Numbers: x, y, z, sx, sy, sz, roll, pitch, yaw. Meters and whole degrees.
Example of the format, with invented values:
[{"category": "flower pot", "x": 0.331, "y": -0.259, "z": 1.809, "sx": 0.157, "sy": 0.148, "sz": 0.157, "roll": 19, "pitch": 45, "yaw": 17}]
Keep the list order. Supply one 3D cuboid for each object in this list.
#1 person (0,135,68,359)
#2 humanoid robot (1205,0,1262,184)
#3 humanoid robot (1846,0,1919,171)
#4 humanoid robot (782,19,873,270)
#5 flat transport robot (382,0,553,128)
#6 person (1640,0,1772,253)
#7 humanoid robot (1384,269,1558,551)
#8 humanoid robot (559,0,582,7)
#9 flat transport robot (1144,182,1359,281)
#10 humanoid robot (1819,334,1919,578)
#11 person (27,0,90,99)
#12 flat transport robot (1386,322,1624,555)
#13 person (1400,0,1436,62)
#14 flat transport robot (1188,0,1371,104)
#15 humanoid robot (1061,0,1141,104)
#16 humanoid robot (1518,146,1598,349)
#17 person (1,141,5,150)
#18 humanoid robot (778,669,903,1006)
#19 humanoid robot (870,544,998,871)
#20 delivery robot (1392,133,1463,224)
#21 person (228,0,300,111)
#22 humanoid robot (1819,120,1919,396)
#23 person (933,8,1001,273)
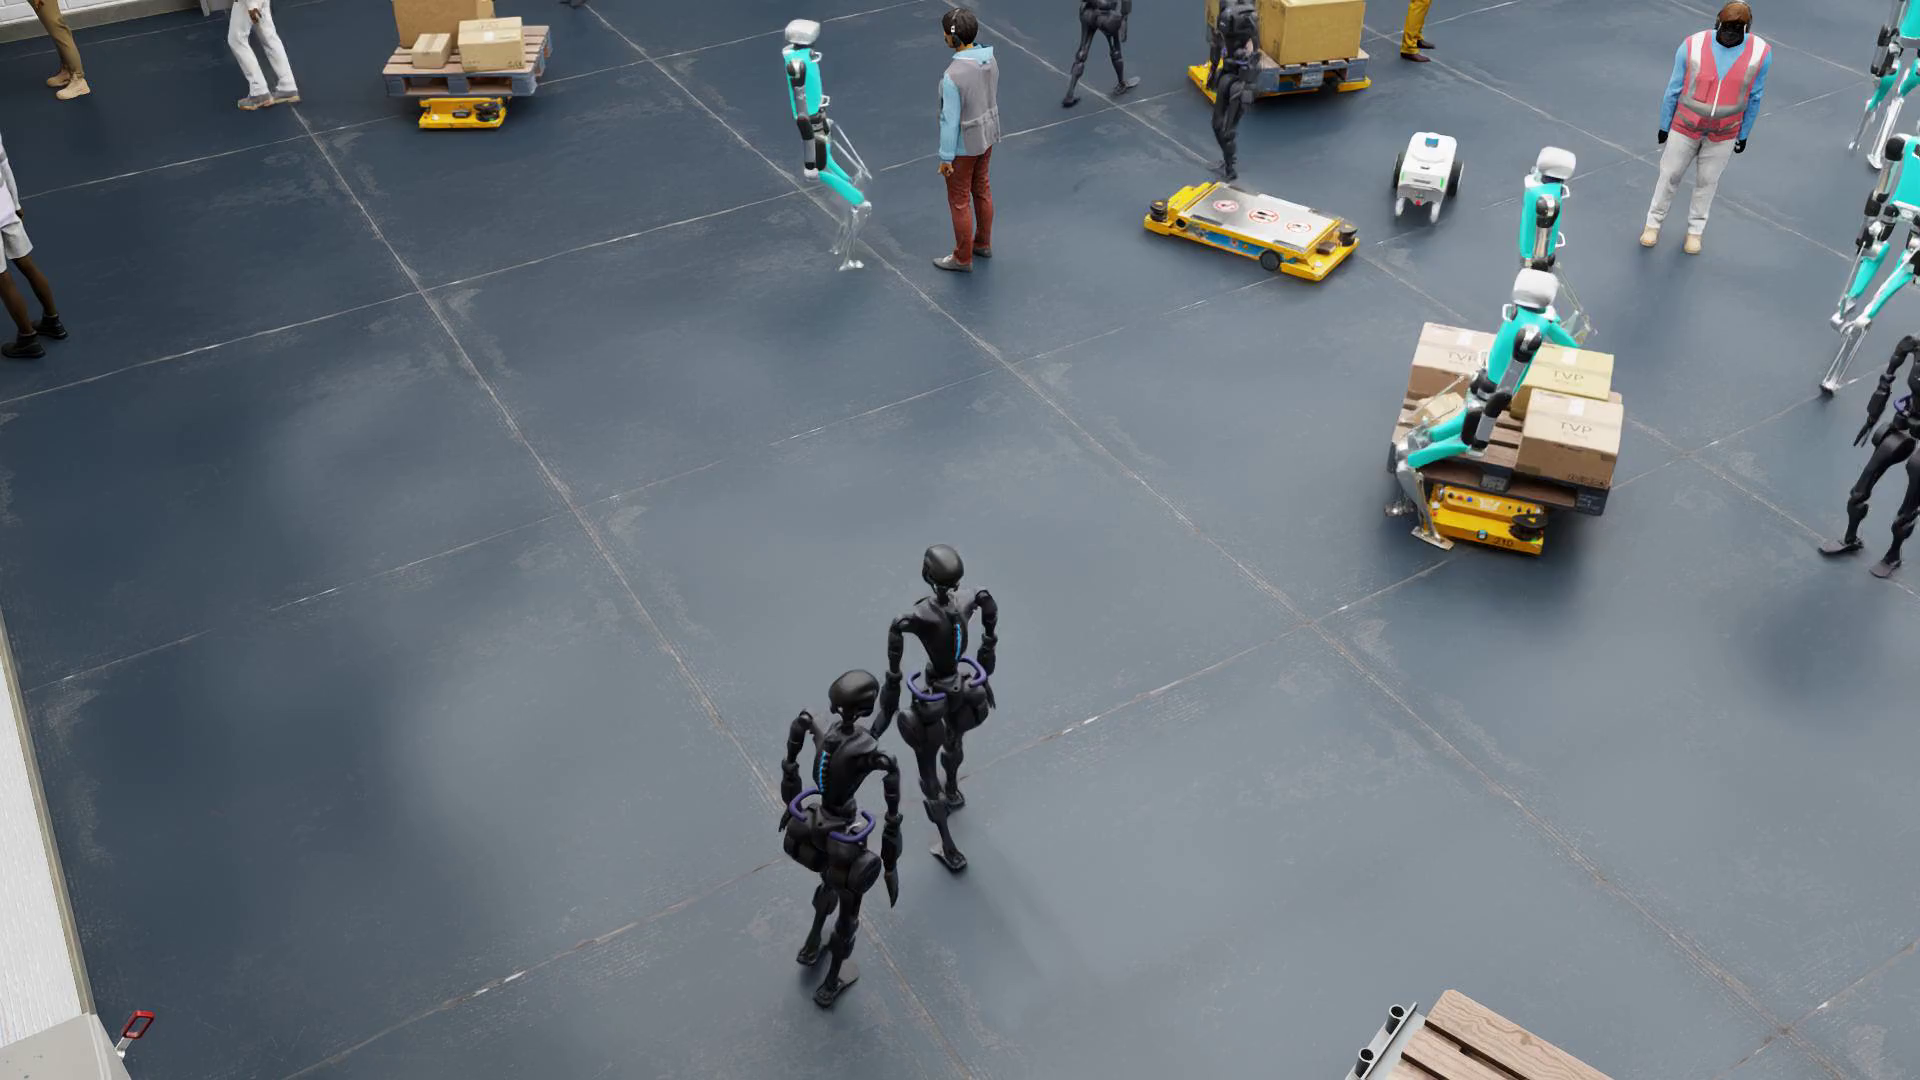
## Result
[{"category": "person", "x": -6.188, "y": -2.057, "z": 10.545, "sx": 0.357, "sy": 1.935, "sz": 0.551, "roll": 9, "pitch": 39, "yaw": 11}, {"category": "humanoid robot", "x": 2.083, "y": -3.518, "z": 12.600, "sx": 0.333, "sy": 1.646, "sz": 0.595, "roll": -17, "pitch": 41, "yaw": -20}, {"category": "humanoid robot", "x": 7.220, "y": -3.677, "z": 12.830, "sx": 0.555, "sy": 1.901, "sz": 0.768, "roll": 7, "pitch": 39, "yaw": 9}, {"category": "humanoid robot", "x": -0.805, "y": -2.713, "z": 11.565, "sx": 0.754, "sy": 1.793, "sz": 0.556, "roll": 2, "pitch": 38, "yaw": 2}, {"category": "flat transport robot", "x": -4.137, "y": -3.887, "z": 14.197, "sx": 0.659, "sy": 0.231, "sz": 1.431, "roll": -1, "pitch": 38, "yaw": -1}, {"category": "person", "x": 5.232, "y": -2.893, "z": 11.689, "sx": 0.629, "sy": 1.836, "sz": 0.431, "roll": 12, "pitch": 40, "yaw": 15}, {"category": "humanoid robot", "x": 2.637, "y": -0.677, "z": 8.989, "sx": 0.828, "sy": 1.799, "sz": 0.583, "roll": 9, "pitch": 39, "yaw": 11}, {"category": "humanoid robot", "x": -3.765, "y": -5.810, "z": 15.491, "sx": 0.371, "sy": 1.640, "sz": 0.610, "roll": -21, "pitch": 43, "yaw": -24}, {"category": "flat transport robot", "x": 2.132, "y": -2.293, "z": 12.185, "sx": 1.431, "sy": 0.231, "sz": 0.659, "roll": 24, "pitch": 44, "yaw": 27}, {"category": "humanoid robot", "x": 5.065, "y": -0.528, "z": 8.824, "sx": 0.316, "sy": 1.650, "sz": 0.608, "roll": -17, "pitch": 42, "yaw": -21}, {"category": "person", "x": -7.679, "y": -4.598, "z": 13.888, "sx": 0.373, "sy": 1.767, "sz": 0.520, "roll": -23, "pitch": 44, "yaw": -26}, {"category": "flat transport robot", "x": 3.192, "y": -0.458, "z": 9.870, "sx": 0.659, "sy": 0.231, "sz": 1.431, "roll": 13, "pitch": 40, "yaw": 16}, {"category": "person", "x": 4.138, "y": -5.086, "z": 14.524, "sx": 0.344, "sy": 1.749, "sz": 0.533, "roll": 12, "pitch": 40, "yaw": 15}, {"category": "flat transport robot", "x": 2.767, "y": -4.049, "z": 14.401, "sx": 1.431, "sy": 0.231, "sz": 0.659, "roll": -9, "pitch": 39, "yaw": -11}, {"category": "humanoid robot", "x": 1.194, "y": -4.430, "z": 13.783, "sx": 0.775, "sy": 1.621, "sz": 0.612, "roll": -23, "pitch": 44, "yaw": -27}, {"category": "humanoid robot", "x": 3.597, "y": -1.484, "z": 9.985, "sx": 0.685, "sy": 1.794, "sz": 0.530, "roll": 6, "pitch": 39, "yaw": 7}, {"category": "person", "x": -7.895, "y": -3.902, "z": 12.943, "sx": 0.386, "sy": 1.849, "sz": 0.567, "roll": -21, "pitch": 43, "yaw": -25}, {"category": "humanoid robot", "x": -0.501, "y": 1.190, "z": 6.662, "sx": 0.610, "sy": 1.632, "sz": 0.435, "roll": 22, "pitch": 43, "yaw": 25}, {"category": "humanoid robot", "x": -0.090, "y": 0.706, "z": 7.291, "sx": 0.601, "sy": 1.637, "sz": 0.590, "roll": -20, "pitch": 42, "yaw": -23}, {"category": "delivery robot", "x": 3.523, "y": -2.783, "z": 12.563, "sx": 0.499, "sy": 0.583, "sz": 0.767, "roll": 13, "pitch": 40, "yaw": 15}, {"category": "person", "x": -5.933, "y": -4.468, "z": 13.645, "sx": 0.625, "sy": 1.863, "sz": 0.604, "roll": -6, "pitch": 39, "yaw": -7}, {"category": "humanoid robot", "x": 5.730, "y": -1.722, "z": 10.369, "sx": 1.045, "sy": 1.808, "sz": 0.542, "roll": -29, "pitch": 47, "yaw": -32}, {"category": "person", "x": 0.055, "y": -2.719, "z": 11.438, "sx": 0.419, "sy": 1.870, "sz": 0.542, "roll": 22, "pitch": 44, "yaw": 26}]
